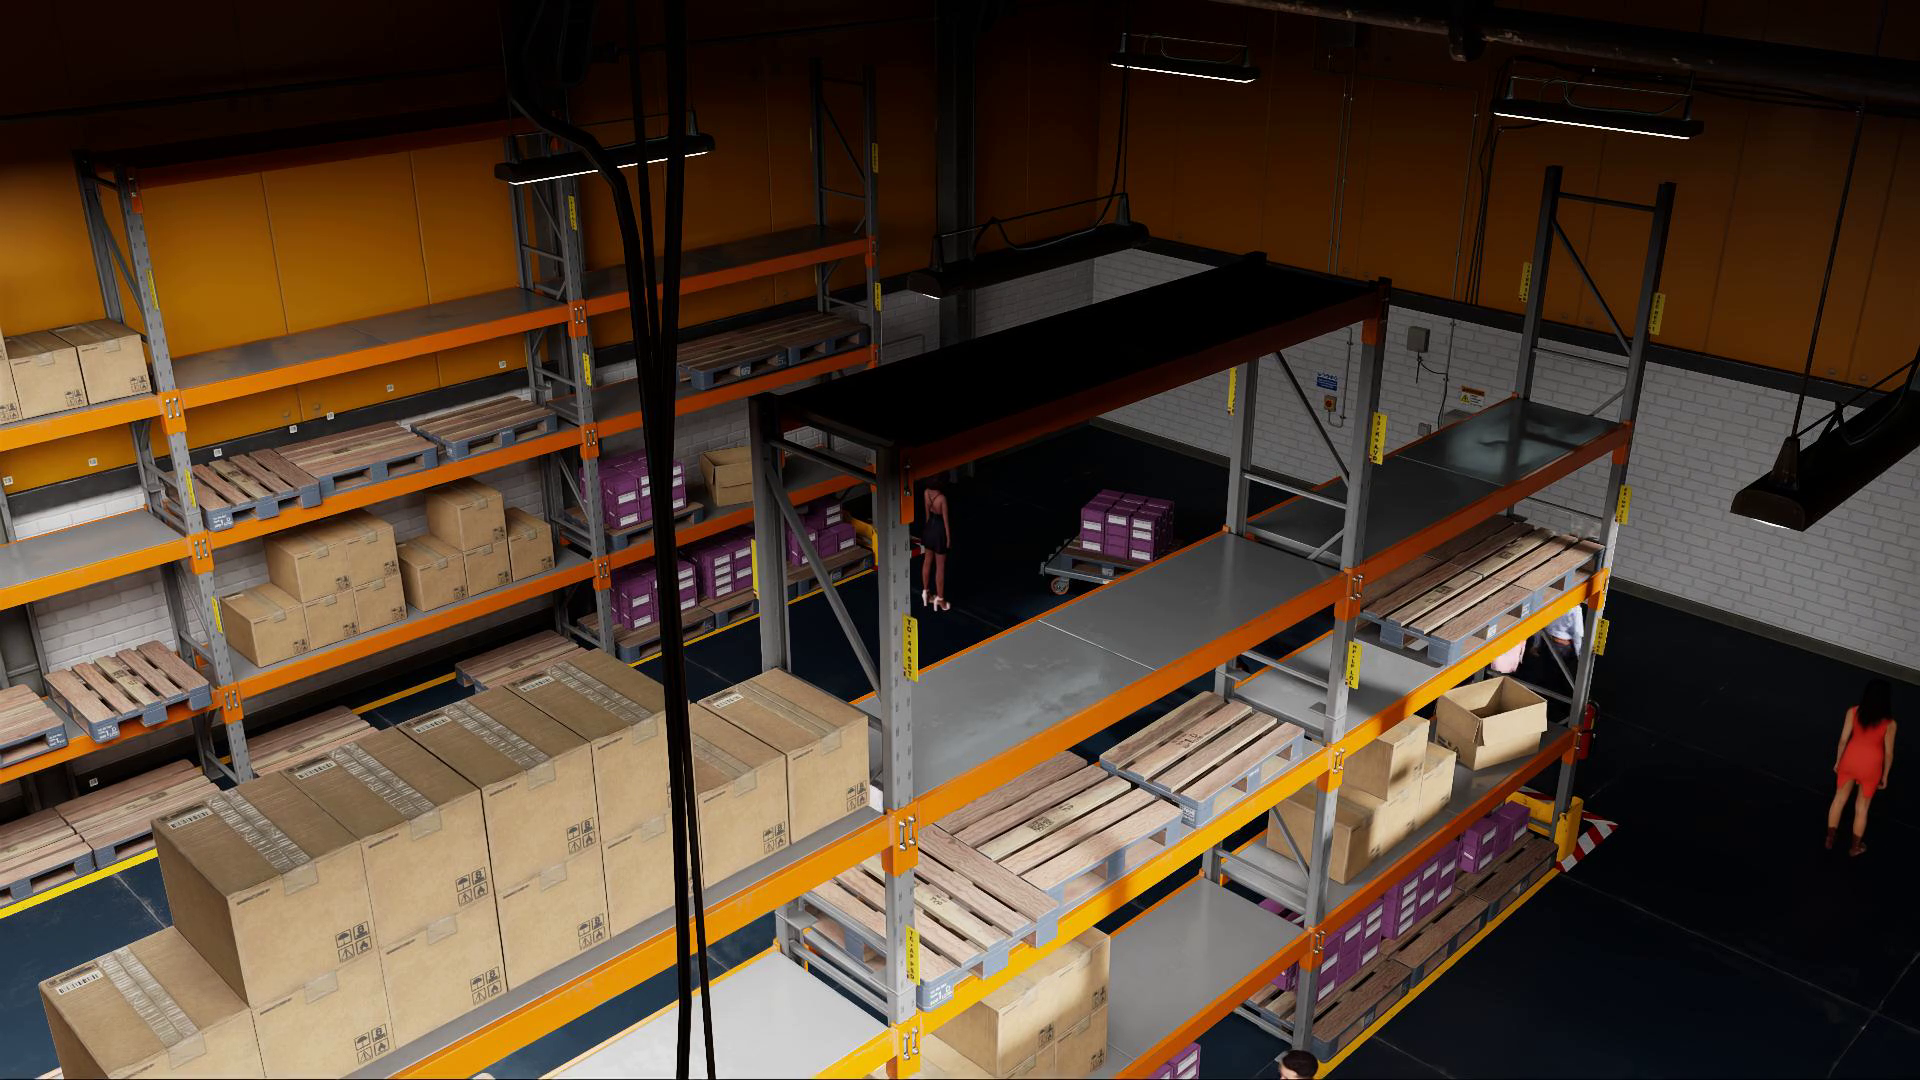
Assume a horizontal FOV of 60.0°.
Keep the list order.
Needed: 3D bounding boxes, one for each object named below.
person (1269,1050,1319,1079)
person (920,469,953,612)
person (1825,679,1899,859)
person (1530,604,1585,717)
[{"bbox_3d":[2.032,3.858,10.246,0.559,1.843,0.617,-20,31,-38],"label":"person"},{"bbox_3d":[-0.275,-0.034,19.220,0.537,1.787,0.540,-22,32,-40],"label":"person"},{"bbox_3d":[7.938,1.998,14.656,0.603,1.719,0.517,19,30,37],"label":"person"},{"bbox_3d":[5.876,1.136,16.580,1.185,1.757,0.903,-11,26,-24],"label":"person"}]
